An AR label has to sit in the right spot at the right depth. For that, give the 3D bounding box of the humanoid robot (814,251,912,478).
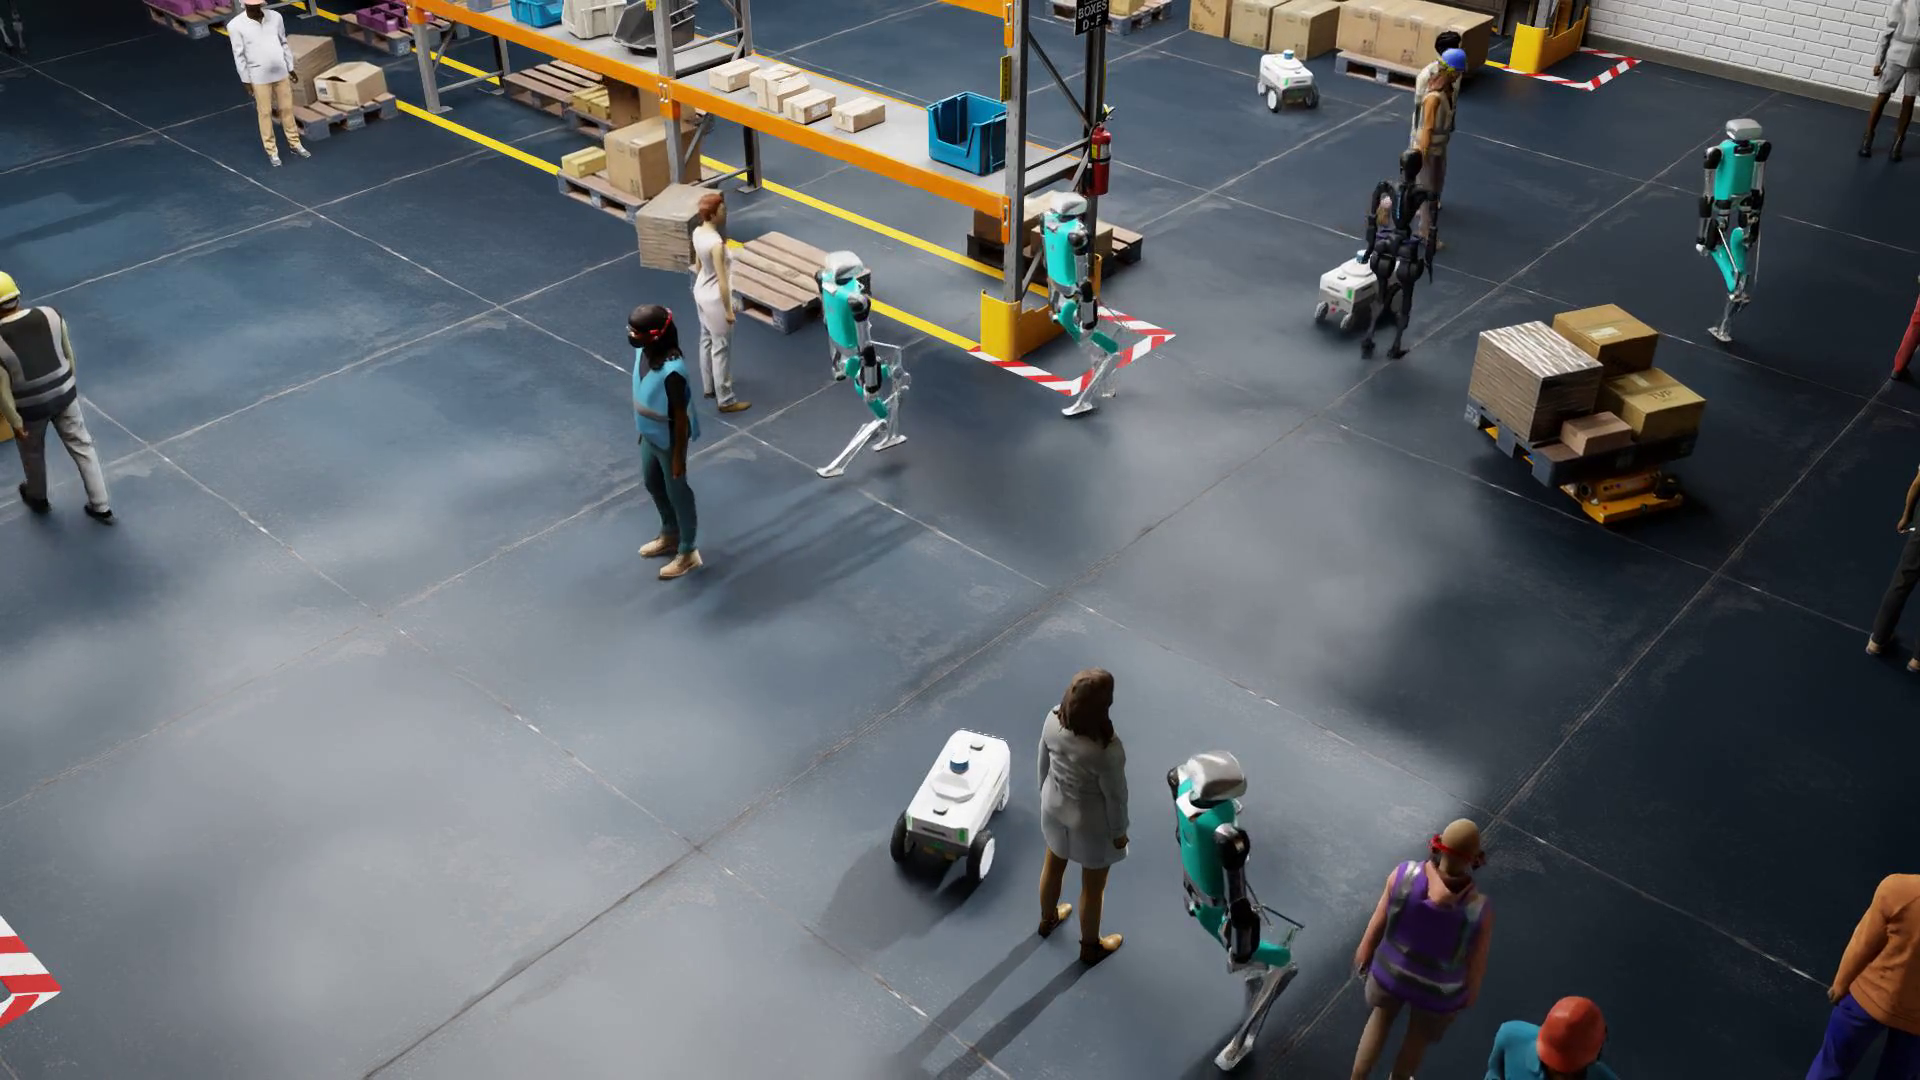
[{"bbox_3d":[-0.571,-1.201,11.259,1.016,1.721,0.567,-22,40,-29],"label":"humanoid robot"}]

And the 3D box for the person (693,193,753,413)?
[{"bbox_3d":[-1.769,-1.724,12.082,0.270,1.657,0.458,-18,39,-24],"label":"person"}]

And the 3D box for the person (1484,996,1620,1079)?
[{"bbox_3d":[2.183,2.288,6.223,0.570,1.710,0.871,26,43,33],"label":"person"}]

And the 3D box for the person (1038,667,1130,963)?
[{"bbox_3d":[0.582,1.266,7.748,0.495,1.660,0.336,28,43,34],"label":"person"}]

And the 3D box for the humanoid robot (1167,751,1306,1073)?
[{"bbox_3d":[1.270,1.628,7.254,0.799,1.891,0.542,-12,36,-17],"label":"humanoid robot"}]

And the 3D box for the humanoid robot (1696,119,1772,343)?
[{"bbox_3d":[6.006,-2.276,12.837,0.559,1.793,0.801,-7,35,-11],"label":"humanoid robot"}]

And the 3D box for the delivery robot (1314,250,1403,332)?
[{"bbox_3d":[3.268,-2.071,13.571,0.805,0.609,0.499,-27,43,-33],"label":"delivery robot"}]

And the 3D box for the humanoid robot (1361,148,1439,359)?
[{"bbox_3d":[3.366,-2.190,12.751,0.593,1.649,0.364,21,40,27],"label":"humanoid robot"}]

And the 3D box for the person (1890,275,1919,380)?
[{"bbox_3d":[7.381,-1.949,12.323,0.516,1.756,0.339,26,42,33],"label":"person"}]

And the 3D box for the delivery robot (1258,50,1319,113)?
[{"bbox_3d":[3.457,-4.888,17.633,0.499,0.587,0.788,-8,35,-12],"label":"delivery robot"}]

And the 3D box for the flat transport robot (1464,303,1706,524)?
[{"bbox_3d":[4.337,-0.609,11.692,0.659,0.231,1.431,-12,36,-17],"label":"flat transport robot"}]

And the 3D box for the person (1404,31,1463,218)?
[{"bbox_3d":[4.268,-3.758,15.004,0.533,1.691,0.319,-22,40,-29],"label":"person"}]

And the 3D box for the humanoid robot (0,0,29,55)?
[{"bbox_3d":[-10.859,-6.316,18.721,0.613,1.639,0.397,-16,38,-22],"label":"humanoid robot"}]

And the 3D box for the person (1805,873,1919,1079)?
[{"bbox_3d":[3.780,1.832,6.664,0.515,1.973,0.405,15,37,21],"label":"person"}]

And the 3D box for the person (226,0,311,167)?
[{"bbox_3d":[-6.662,-4.503,16.027,0.331,1.748,0.571,27,43,34],"label":"person"}]

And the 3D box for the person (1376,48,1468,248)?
[{"bbox_3d":[4.029,-3.409,14.446,0.598,1.738,0.490,22,40,29],"label":"person"}]

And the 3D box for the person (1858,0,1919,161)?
[{"bbox_3d":[9.148,-4.631,16.066,0.549,1.922,0.387,15,37,20],"label":"person"}]

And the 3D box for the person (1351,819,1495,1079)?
[{"bbox_3d":[1.882,1.845,6.902,0.501,1.671,0.455,22,40,28],"label":"person"}]

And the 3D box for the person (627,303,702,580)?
[{"bbox_3d":[-1.830,-0.613,10.298,0.400,1.864,0.533,-24,41,-30],"label":"person"}]

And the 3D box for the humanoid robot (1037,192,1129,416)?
[{"bbox_3d":[0.947,-1.641,11.993,0.763,1.901,0.543,-18,39,-25],"label":"humanoid robot"}]

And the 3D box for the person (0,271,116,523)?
[{"bbox_3d":[-6.047,-0.955,10.851,0.860,1.798,0.595,23,41,30],"label":"person"}]

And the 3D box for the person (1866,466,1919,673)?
[{"bbox_3d":[5.651,-0.064,9.520,0.347,1.841,0.505,-27,43,-33],"label":"person"}]

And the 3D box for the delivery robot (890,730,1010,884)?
[{"bbox_3d":[-0.011,1.357,8.601,0.499,0.604,0.801,13,37,17],"label":"delivery robot"}]
